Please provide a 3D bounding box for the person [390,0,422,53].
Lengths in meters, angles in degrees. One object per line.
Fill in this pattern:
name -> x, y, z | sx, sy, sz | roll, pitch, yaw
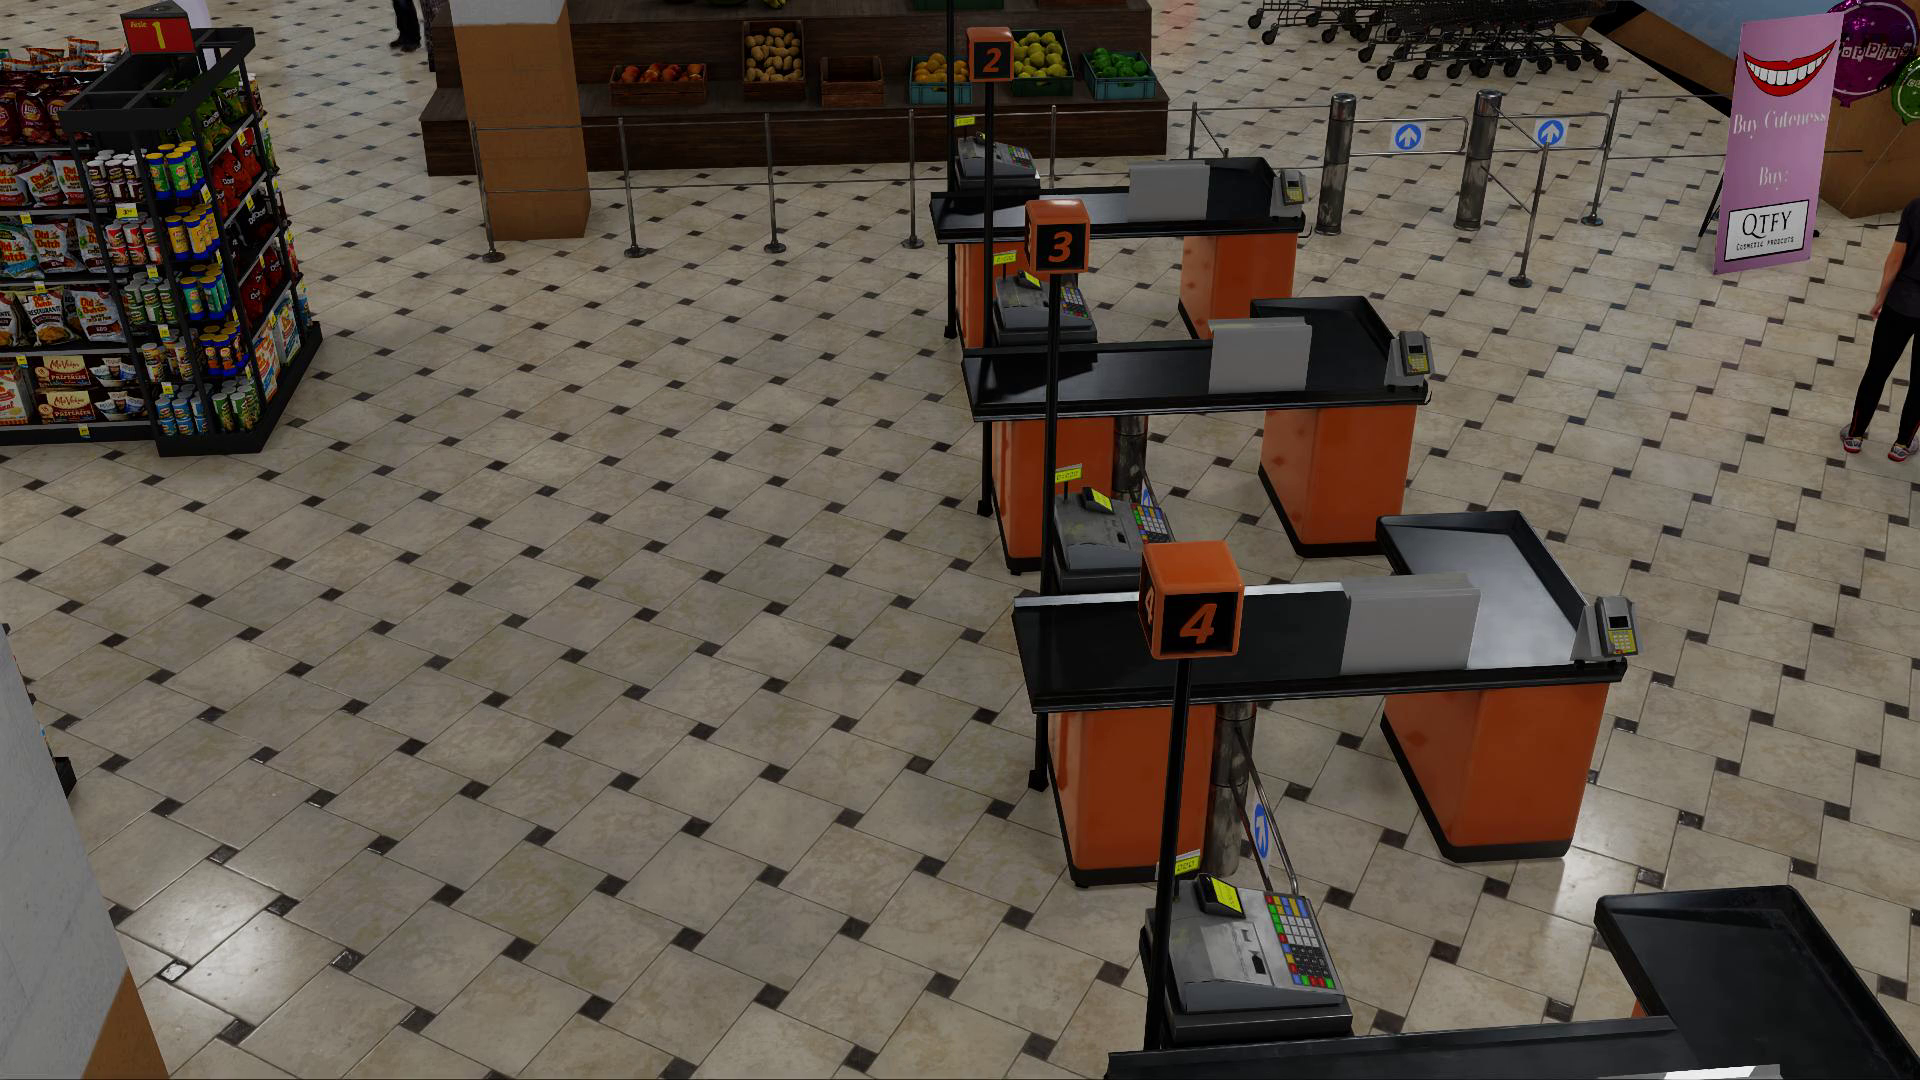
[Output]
person -> -5.379, -5.617, 16.000 | 0.858, 1.783, 0.949 | 19, 36, 27

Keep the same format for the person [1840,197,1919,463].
person -> 5.215, -1.264, 9.023 | 0.681, 1.764, 0.781 | 17, 36, 25

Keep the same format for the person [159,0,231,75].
person -> -7.162, -5.215, 15.219 | 0.841, 1.926, 0.803 | -27, 41, -36
